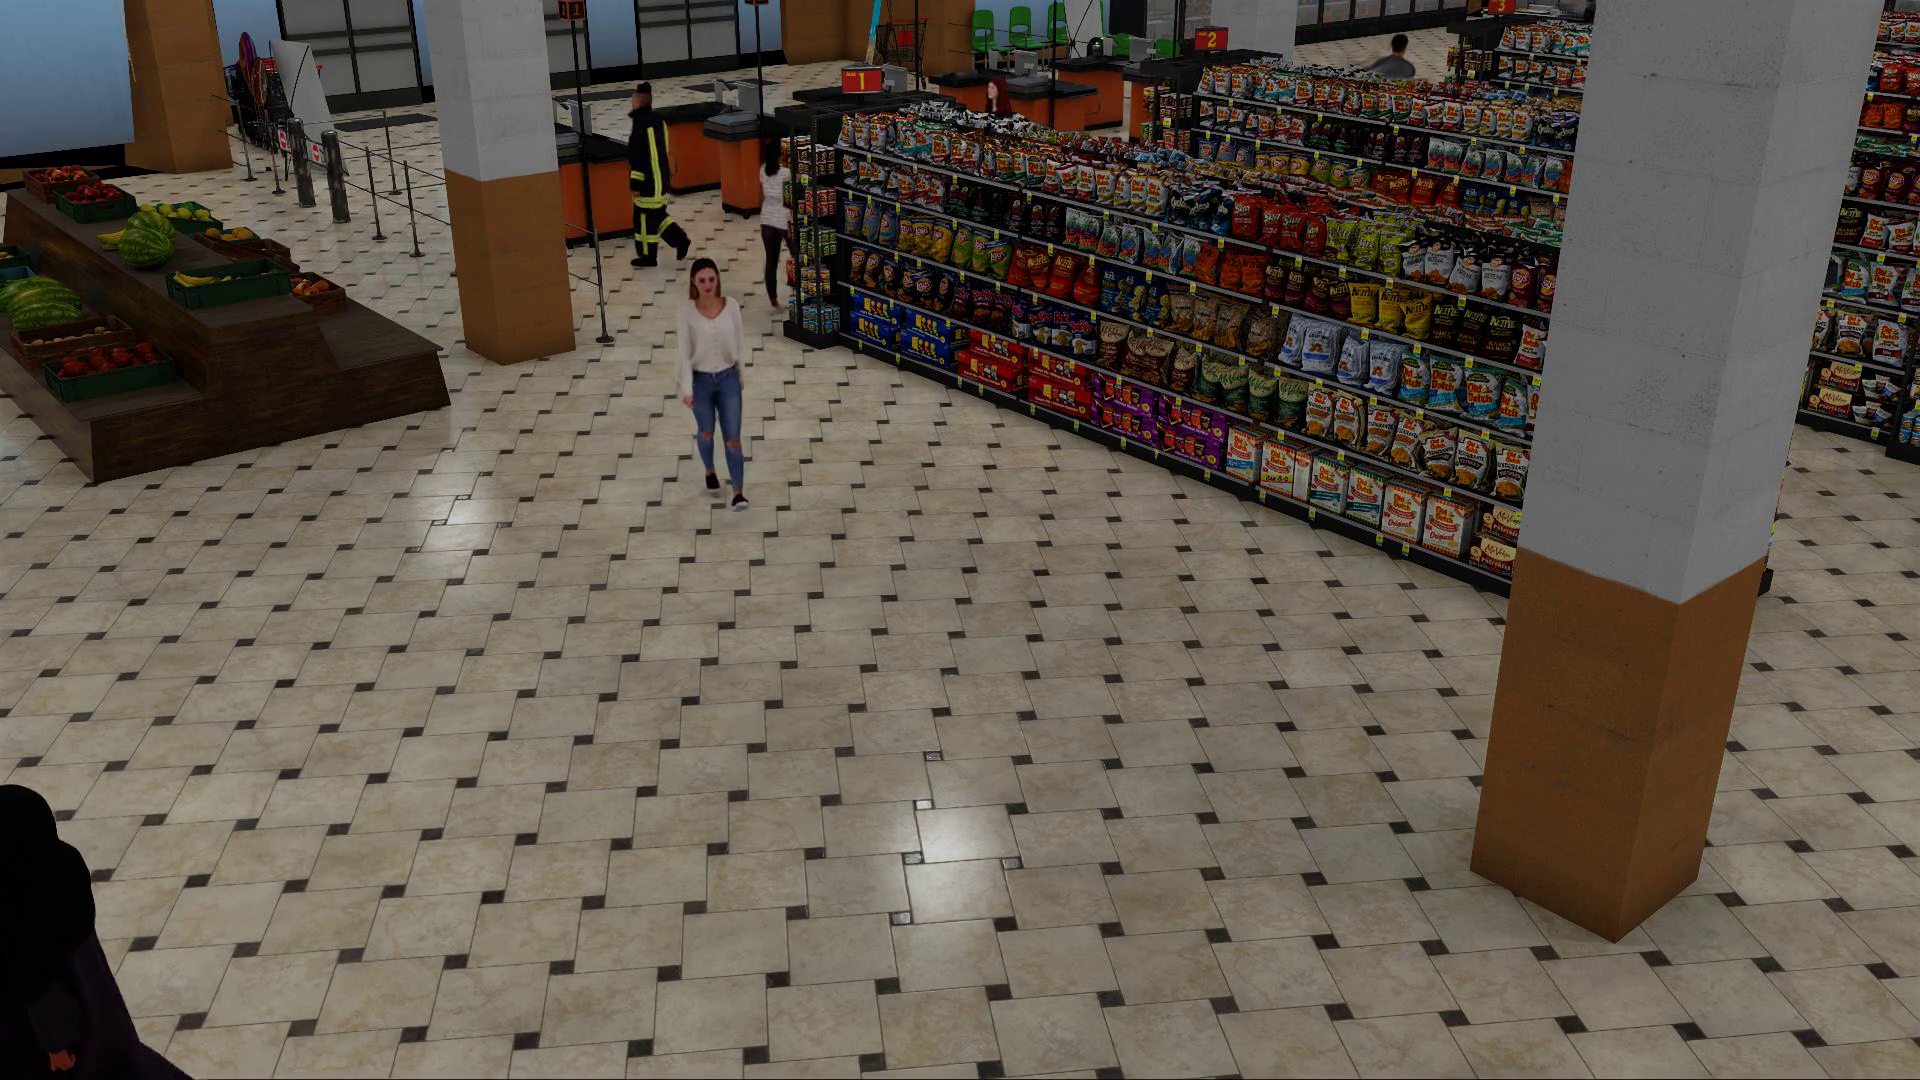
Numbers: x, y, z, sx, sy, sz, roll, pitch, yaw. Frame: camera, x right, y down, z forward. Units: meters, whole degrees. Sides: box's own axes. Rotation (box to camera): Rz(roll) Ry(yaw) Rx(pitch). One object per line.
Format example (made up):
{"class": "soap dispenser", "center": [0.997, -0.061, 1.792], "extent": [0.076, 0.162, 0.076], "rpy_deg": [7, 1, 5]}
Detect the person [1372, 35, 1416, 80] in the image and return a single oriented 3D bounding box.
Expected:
{"class": "person", "center": [5.140, -5.109, 20.037], "extent": [1.020, 1.849, 0.993], "rpy_deg": [10, 26, 22]}

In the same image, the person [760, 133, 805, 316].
{"class": "person", "center": [-1.687, -2.855, 15.168], "extent": [0.772, 1.623, 0.806], "rpy_deg": [9, 25, 19]}

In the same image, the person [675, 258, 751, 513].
{"class": "person", "center": [-1.658, -1.039, 10.988], "extent": [0.914, 1.648, 1.165], "rpy_deg": [-7, 25, -16]}

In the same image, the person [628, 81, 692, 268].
{"class": "person", "center": [-3.051, -3.647, 16.698], "extent": [1.040, 1.848, 0.968], "rpy_deg": [8, 25, 18]}

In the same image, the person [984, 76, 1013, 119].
{"class": "person", "center": [0.462, -3.983, 17.612], "extent": [0.895, 1.730, 1.201], "rpy_deg": [-9, 25, -20]}

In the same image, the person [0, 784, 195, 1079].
{"class": "person", "center": [-2.808, 1.470, 5.321], "extent": [1.067, 1.593, 1.081], "rpy_deg": [-1, 24, -2]}
